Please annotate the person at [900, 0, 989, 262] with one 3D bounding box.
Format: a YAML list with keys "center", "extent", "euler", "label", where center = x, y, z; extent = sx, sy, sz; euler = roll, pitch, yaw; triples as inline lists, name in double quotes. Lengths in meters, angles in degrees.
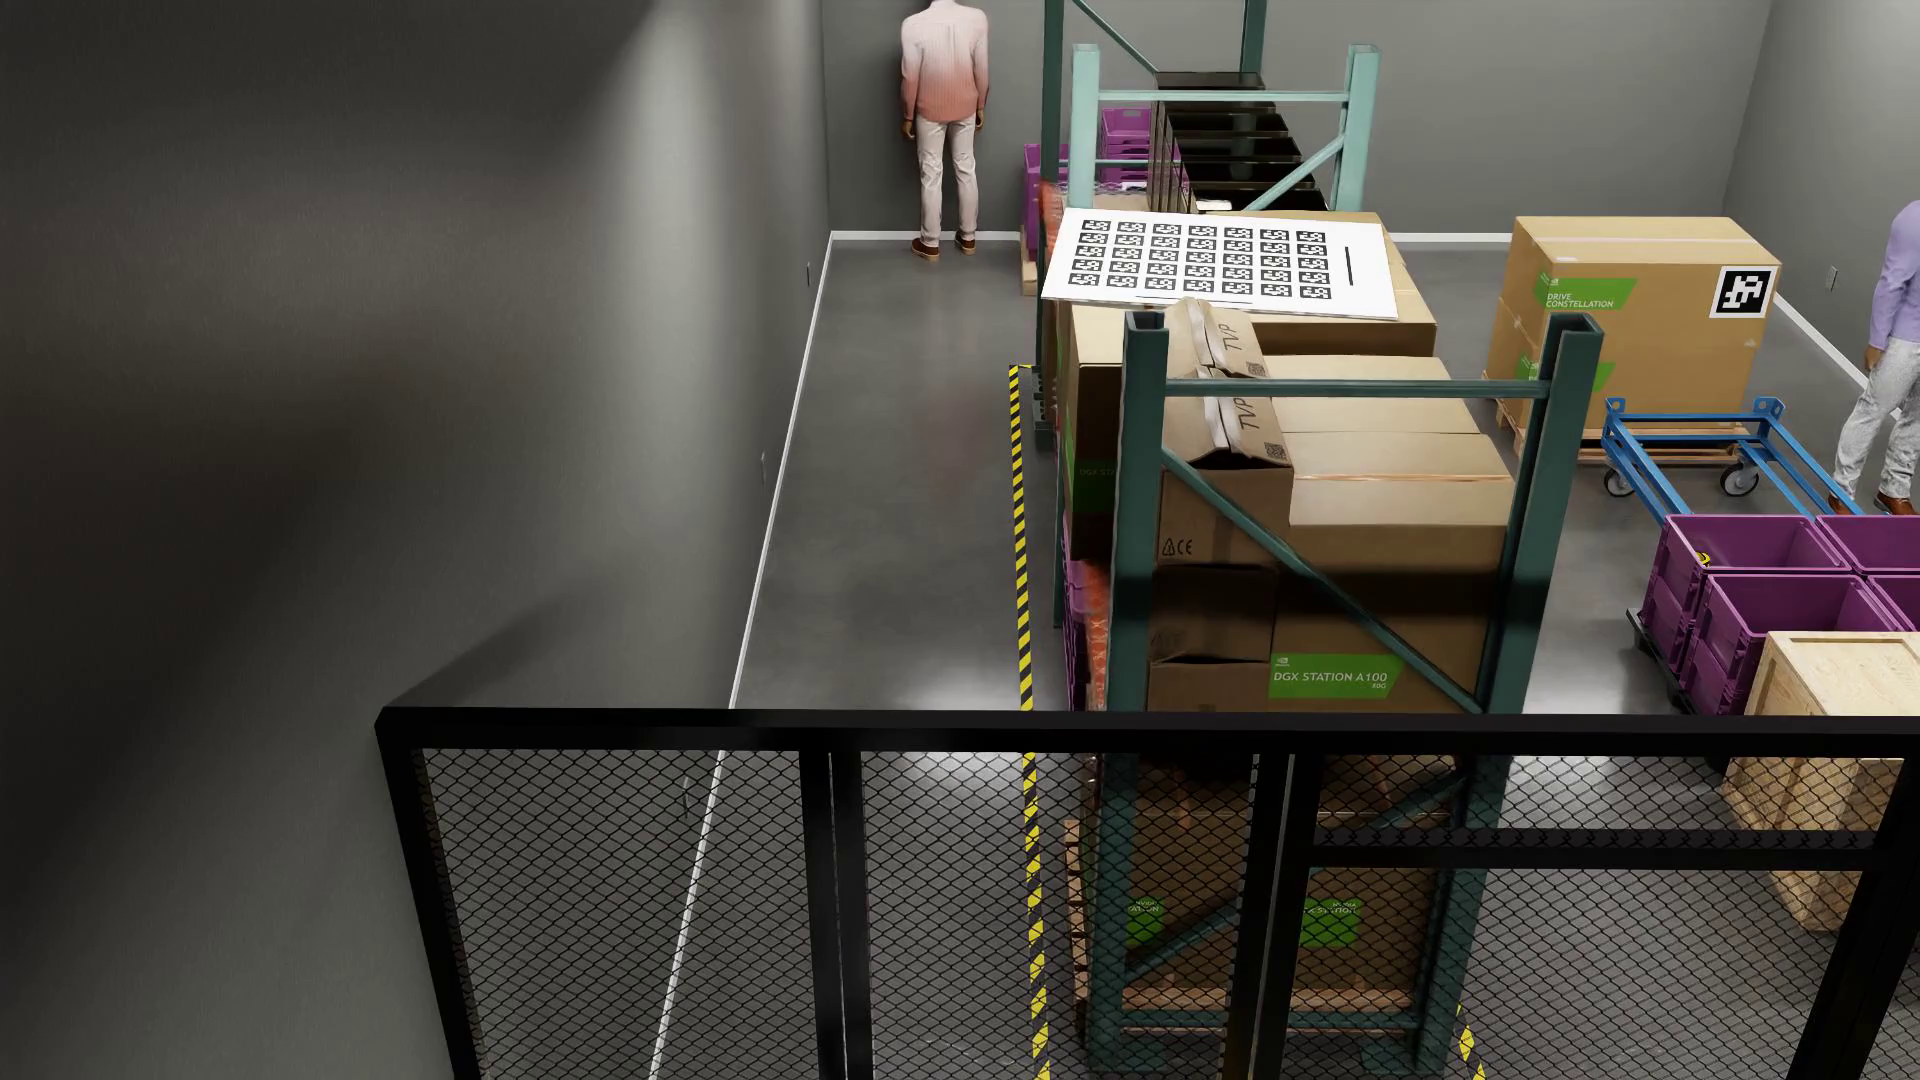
- center: [-0.105, -2.810, 10.829]
  extent: [0.609, 1.995, 0.375]
  euler: [-13, 33, -20]
  label: "person"

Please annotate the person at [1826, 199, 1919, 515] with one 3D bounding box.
- center: [4.542, -0.943, 7.782]
  extent: [0.627, 1.940, 0.376]
  euler: [0, 31, 0]
  label: "person"
